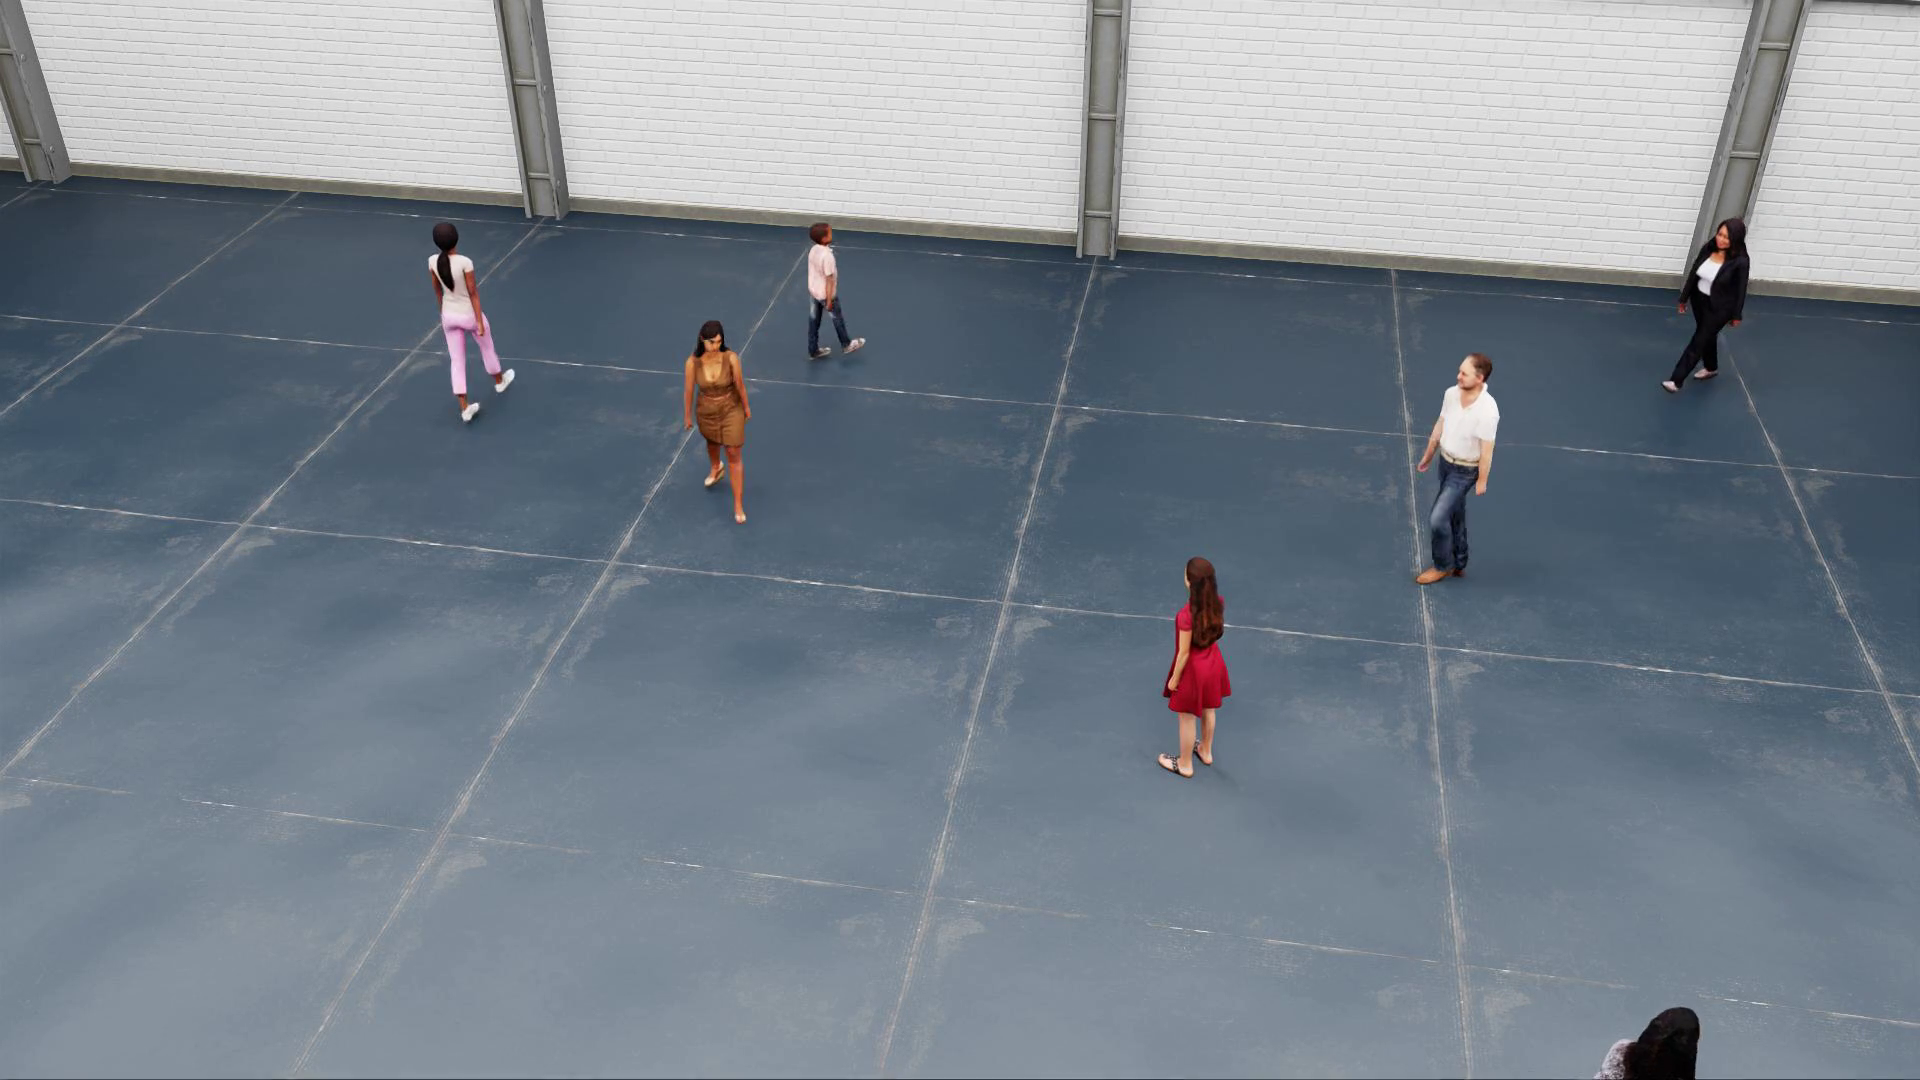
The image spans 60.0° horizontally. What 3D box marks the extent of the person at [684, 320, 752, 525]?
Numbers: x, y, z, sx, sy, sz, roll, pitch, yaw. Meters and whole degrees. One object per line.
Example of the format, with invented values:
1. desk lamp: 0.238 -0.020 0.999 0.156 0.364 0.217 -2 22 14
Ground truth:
1. person: -1.857 -0.977 12.773 1.107 1.621 0.902 0 34 0

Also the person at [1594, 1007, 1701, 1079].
1. person: 2.829 2.689 7.186 1.113 1.701 1.030 -19 38 -26

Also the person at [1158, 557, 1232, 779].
1. person: 1.452 0.775 10.199 0.683 1.552 0.742 -25 41 -33

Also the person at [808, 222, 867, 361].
1. person: -1.288 -2.208 14.925 0.845 1.288 0.789 -22 39 -29

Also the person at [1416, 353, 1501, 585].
1. person: 3.661 -0.514 11.879 0.813 1.839 0.785 -8 34 -12

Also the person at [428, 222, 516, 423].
1. person: -4.204 -1.792 13.917 0.932 1.712 0.686 7 34 10

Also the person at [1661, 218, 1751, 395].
1. person: 6.569 -2.034 14.410 1.171 1.568 1.063 -17 37 -24
